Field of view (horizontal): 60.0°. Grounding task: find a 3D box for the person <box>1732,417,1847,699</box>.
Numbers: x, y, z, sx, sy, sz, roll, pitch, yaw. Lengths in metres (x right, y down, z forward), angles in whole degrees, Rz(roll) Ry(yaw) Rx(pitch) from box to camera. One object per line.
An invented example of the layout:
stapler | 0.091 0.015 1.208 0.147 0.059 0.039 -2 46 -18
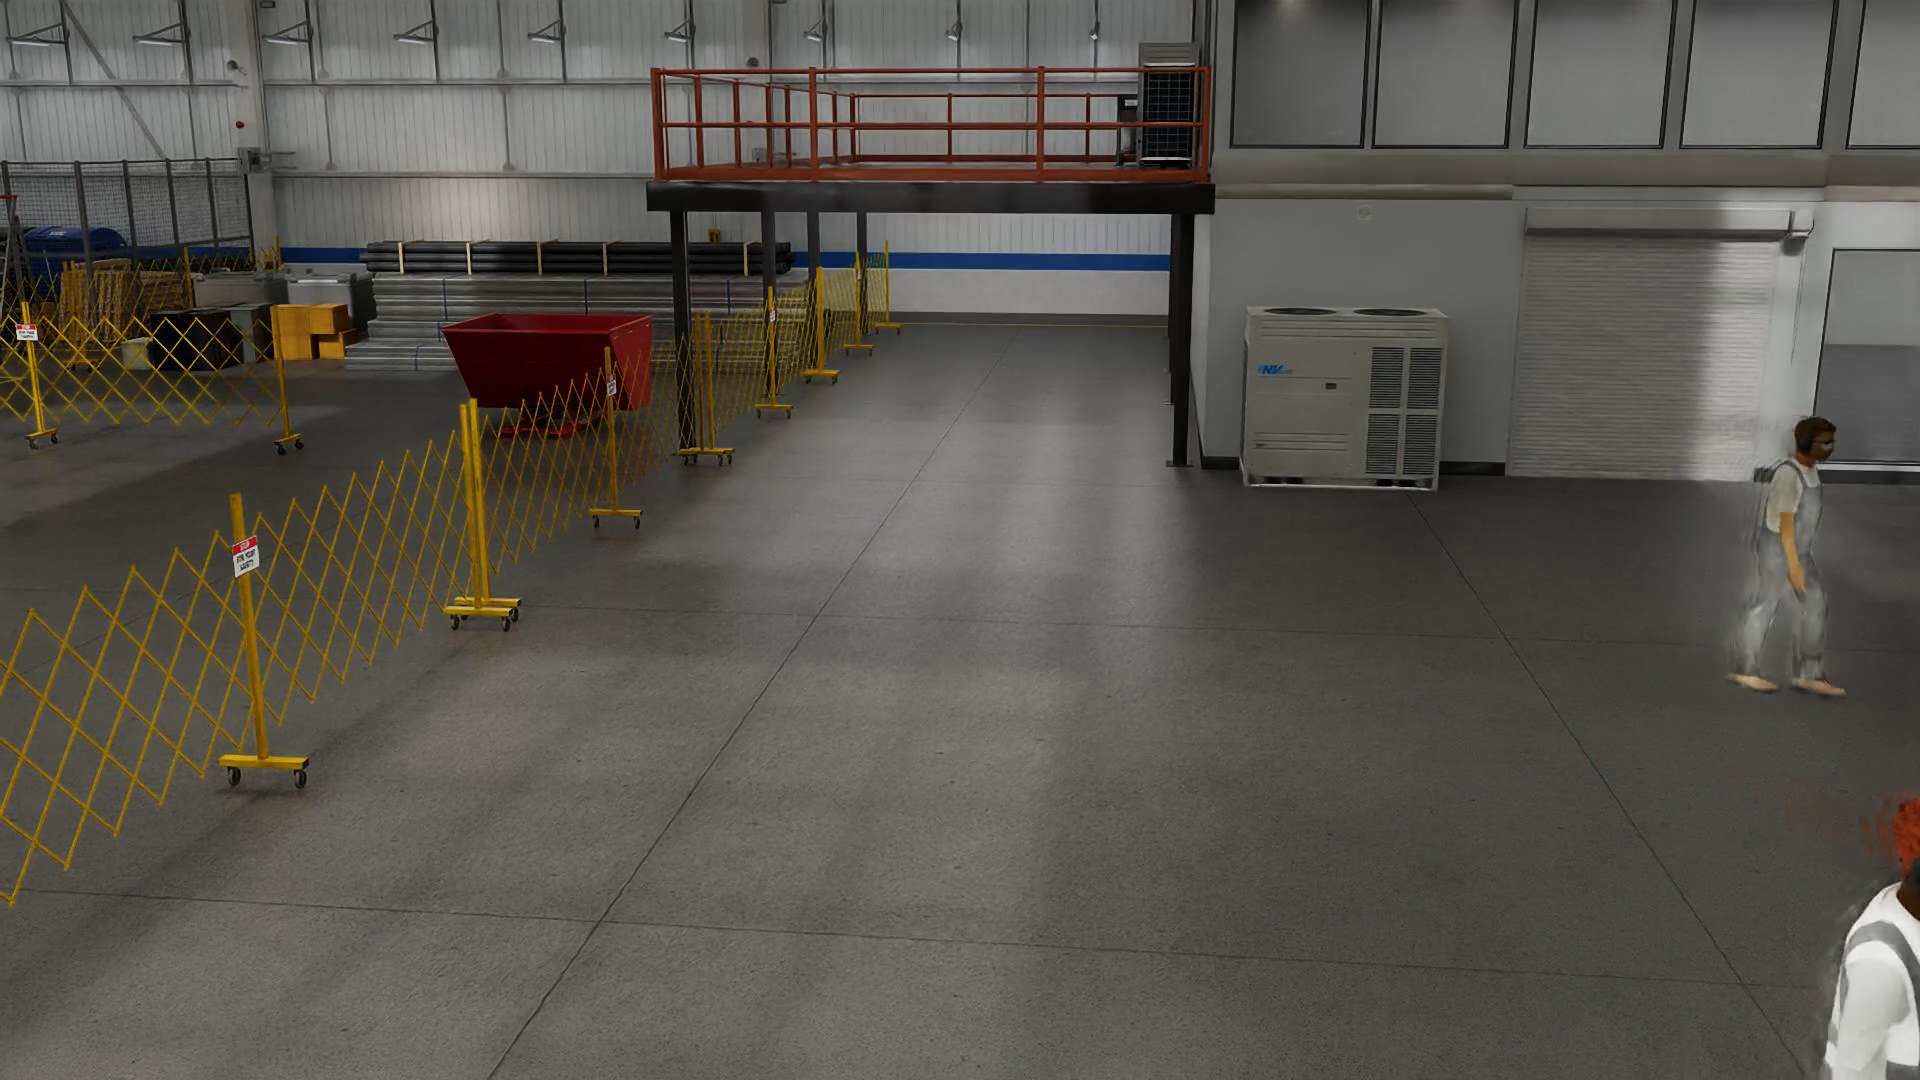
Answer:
person | 5.315 0.138 10.456 0.513 1.814 0.786 -11 17 -37

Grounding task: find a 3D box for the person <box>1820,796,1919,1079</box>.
person | 2.471 1.555 4.567 0.815 1.863 0.583 11 18 38
